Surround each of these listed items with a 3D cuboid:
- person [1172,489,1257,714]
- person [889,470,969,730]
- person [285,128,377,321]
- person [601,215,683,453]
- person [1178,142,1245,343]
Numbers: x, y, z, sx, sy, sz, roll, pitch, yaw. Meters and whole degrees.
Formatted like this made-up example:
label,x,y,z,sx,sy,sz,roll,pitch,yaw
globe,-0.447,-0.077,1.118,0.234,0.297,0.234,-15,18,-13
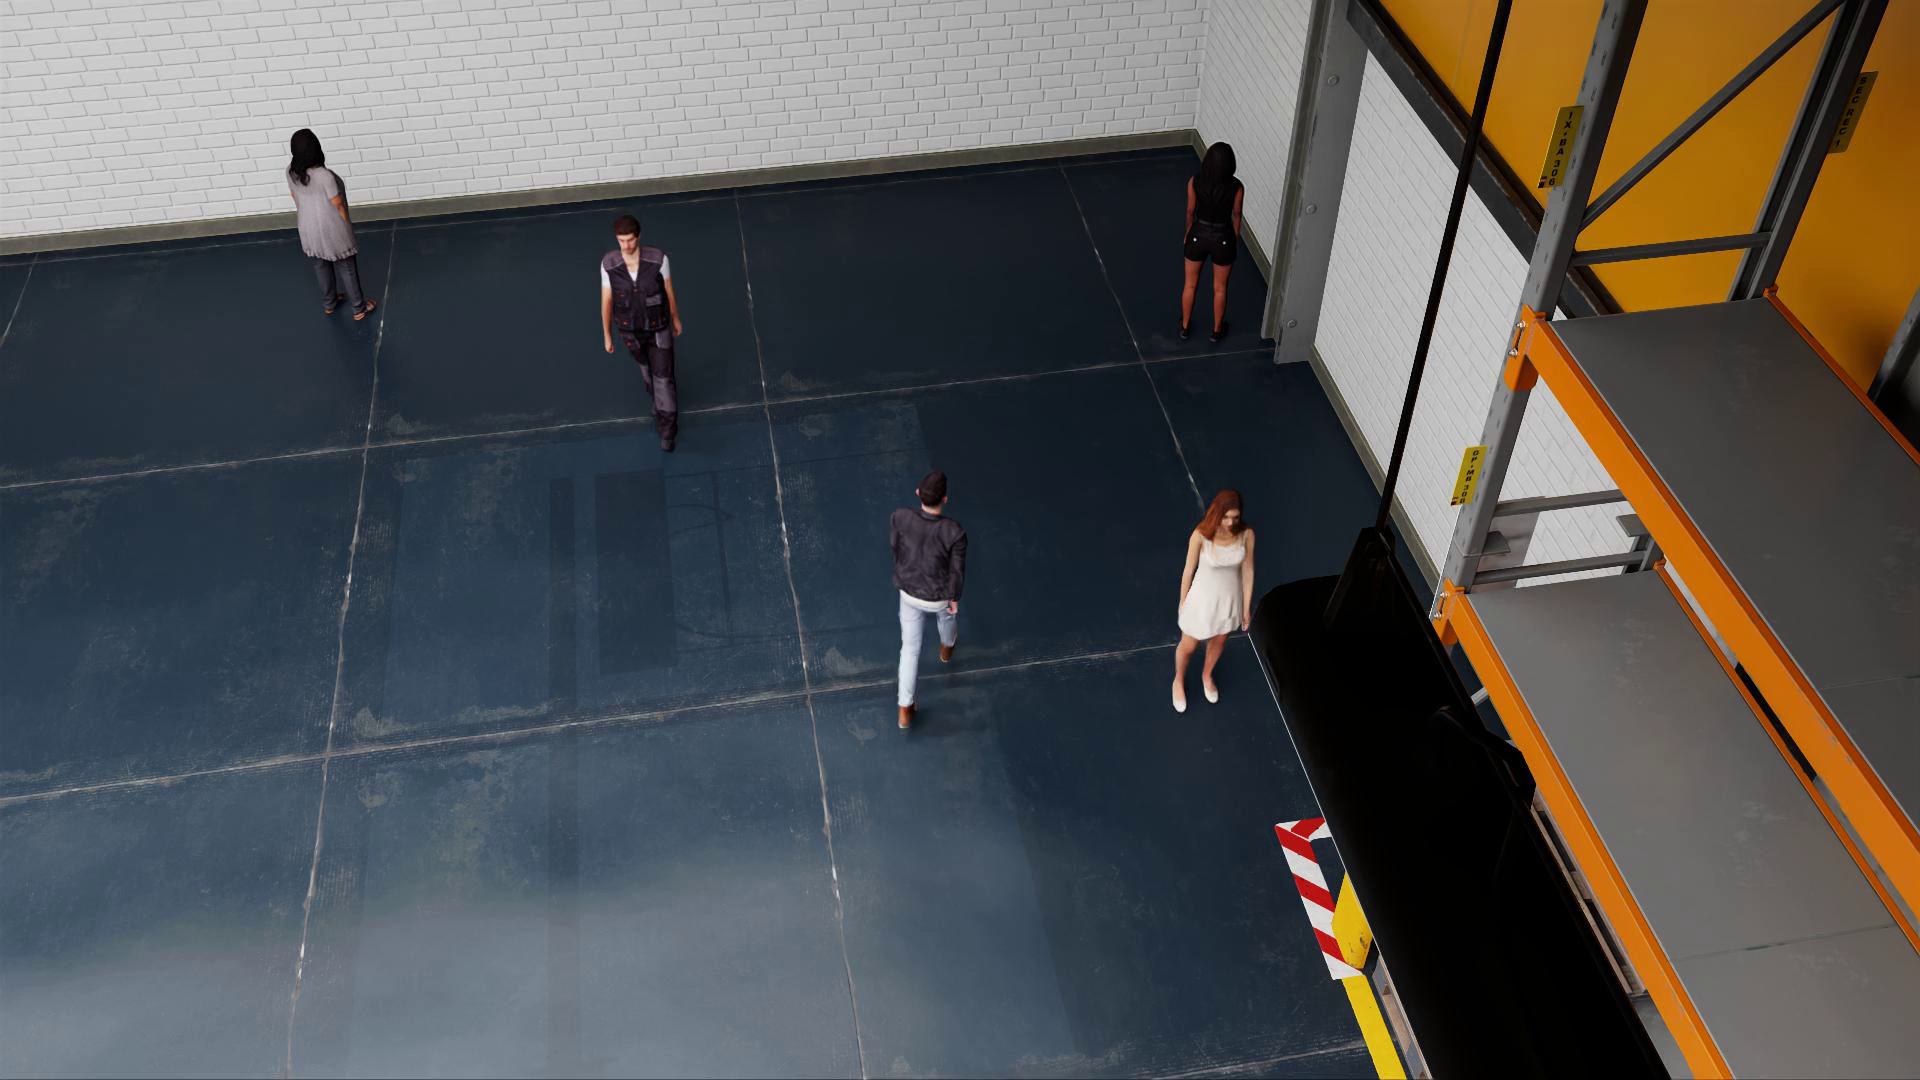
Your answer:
label,x,y,z,sx,sy,sz,roll,pitch,yaw
person,1.565,0.302,10.185,0.598,1.702,0.620,-2,44,-2
person,-0.233,0.370,10.037,0.958,1.807,1.263,9,44,9
person,-5.044,-2.495,13.193,0.761,1.603,0.808,13,45,14
person,-2.290,-1.616,12.116,0.784,1.816,1.109,-2,44,-2
person,1.944,-2.305,12.894,0.670,1.741,0.658,10,45,10
